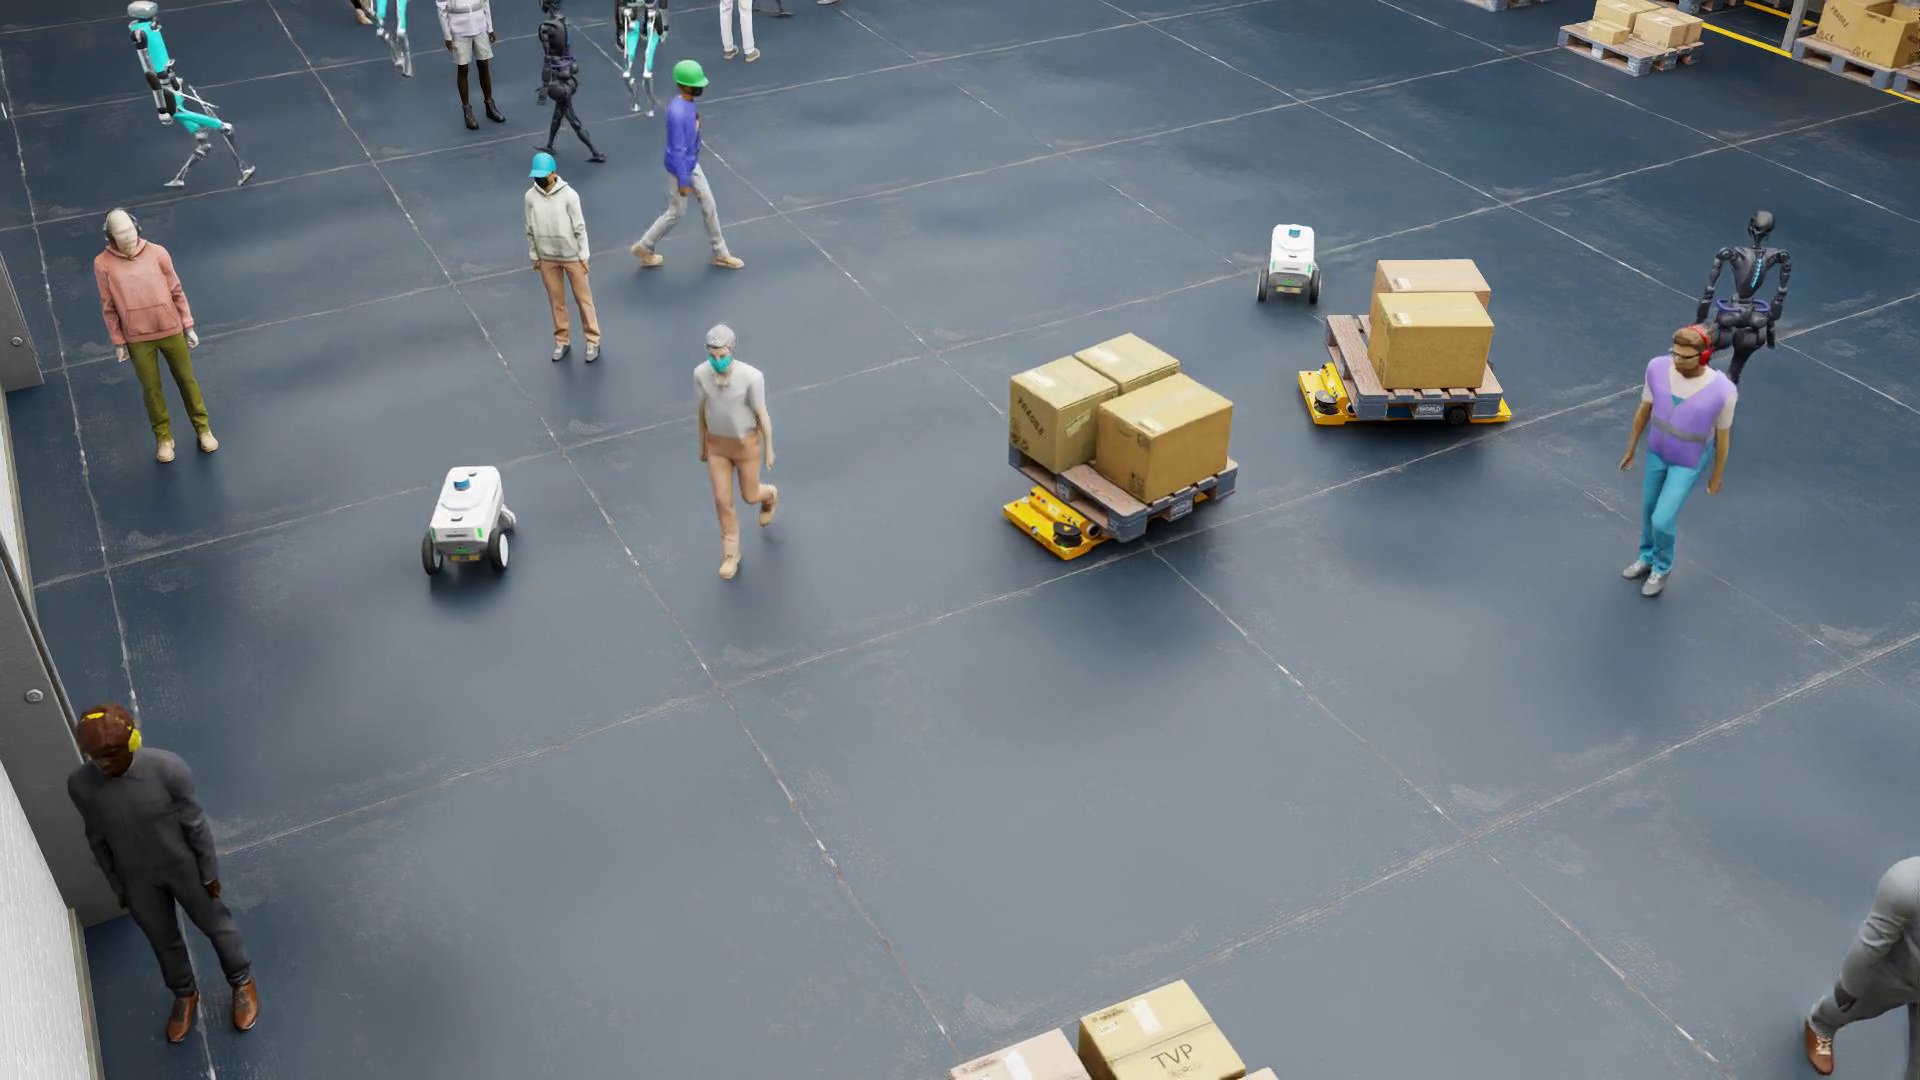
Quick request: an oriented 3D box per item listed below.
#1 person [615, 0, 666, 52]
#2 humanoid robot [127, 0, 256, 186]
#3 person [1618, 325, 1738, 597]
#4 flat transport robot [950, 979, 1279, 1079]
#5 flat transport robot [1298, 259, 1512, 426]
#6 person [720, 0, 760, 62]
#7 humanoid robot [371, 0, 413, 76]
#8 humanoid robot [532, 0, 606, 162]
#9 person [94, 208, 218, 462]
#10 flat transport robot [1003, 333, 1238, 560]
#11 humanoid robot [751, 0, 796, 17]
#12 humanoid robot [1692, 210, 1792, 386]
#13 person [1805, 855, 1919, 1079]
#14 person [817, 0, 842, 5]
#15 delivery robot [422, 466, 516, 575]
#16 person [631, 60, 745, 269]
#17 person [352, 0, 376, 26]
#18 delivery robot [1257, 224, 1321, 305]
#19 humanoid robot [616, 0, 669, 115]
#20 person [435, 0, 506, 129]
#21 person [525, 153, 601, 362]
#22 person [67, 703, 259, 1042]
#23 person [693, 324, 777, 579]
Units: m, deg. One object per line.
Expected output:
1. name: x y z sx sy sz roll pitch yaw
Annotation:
1. person: -3.617 -6.408 18.416 0.587 1.930 0.699 16 38 21
2. humanoid robot: -7.004 -4.057 15.284 1.040 1.782 0.536 -5 35 -7
3. person: 4.299 -0.485 10.054 0.519 1.816 0.587 -21 40 -27
4. flat transport robot: 0.697 2.705 6.854 0.659 0.231 1.431 -15 38 -20
5. flat transport robot: 3.277 -1.099 12.285 1.431 0.231 0.659 -1 35 -1
6. person: -2.465 -6.183 18.143 0.573 1.880 0.361 10 36 14
7. humanoid robot: -6.145 -5.871 17.900 0.550 1.889 0.747 -3 35 -4
8. humanoid robot: -3.828 -4.393 15.806 0.786 1.627 0.602 6 35 9
9. person: -5.512 -1.413 11.366 0.537 1.836 0.366 -17 38 -22
10. flat transport robot: 1.052 -0.321 11.174 1.431 0.231 0.659 -23 41 -29
11. humanoid robot: -2.275 -6.982 19.485 0.635 1.644 0.592 1 35 2
12. humanoid robot: 5.439 -1.523 11.658 0.609 1.645 0.358 3 35 4
13. person: 3.949 1.765 6.823 0.654 1.852 0.983 4 35 6
14. person: -1.588 -7.390 19.812 0.423 1.937 0.569 -7 36 -9
15. delivery robot: -3.148 -0.137 10.665 0.519 0.598 0.769 -2 35 -3
16. person: -2.336 -3.105 13.802 0.903 1.827 0.507 5 35 7
17. person: -6.973 -6.801 19.185 0.386 1.681 0.552 23 41 29
18. delivery robot: 2.748 -2.289 13.751 0.523 0.614 0.785 6 35 8
19. humanoid robot: -3.243 -5.132 16.784 0.530 1.812 0.726 5 35 7
20. person: -4.879 -5.078 16.509 0.544 1.942 0.348 -24 42 -31
21. person: -3.013 -2.123 12.526 0.472 1.668 0.381 4 35 6
22. person: -3.485 1.447 7.261 0.482 1.868 0.361 -6 36 -9
23. person: -1.386 -0.635 10.360 0.491 1.721 0.661 8 36 11
